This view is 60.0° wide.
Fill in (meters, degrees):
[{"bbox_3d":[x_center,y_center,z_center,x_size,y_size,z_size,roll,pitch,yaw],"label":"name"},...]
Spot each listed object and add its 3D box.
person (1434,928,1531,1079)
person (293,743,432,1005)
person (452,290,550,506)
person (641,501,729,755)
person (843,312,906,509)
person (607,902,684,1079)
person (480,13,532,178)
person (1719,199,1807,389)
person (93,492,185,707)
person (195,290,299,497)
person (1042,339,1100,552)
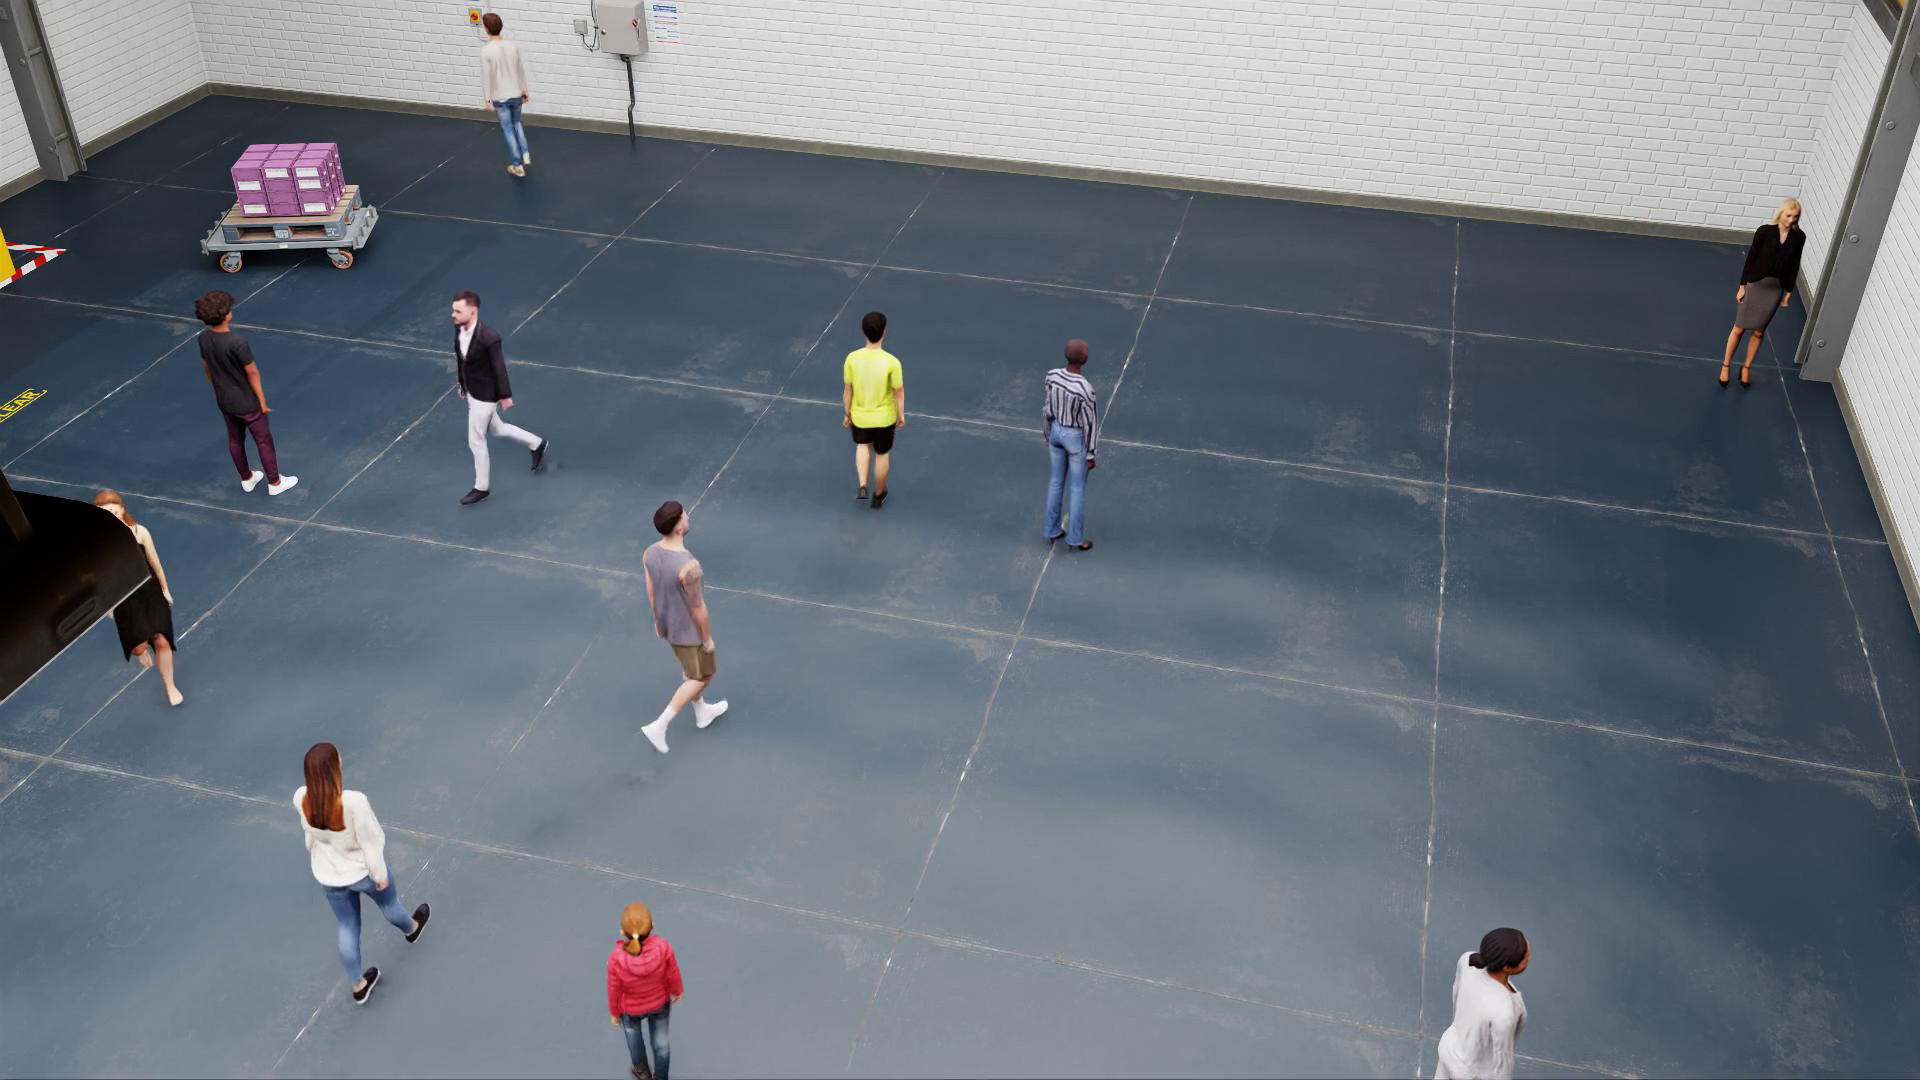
[{"bbox_3d":[2.458,2.505,7.977,0.772,1.736,0.627,-6,34,-9],"label":"person"},{"bbox_3d":[-3.343,1.842,9.040,0.683,1.664,0.953,6,34,9],"label":"person"},{"bbox_3d":[-3.786,-1.215,13.505,1.250,1.812,1.047,-27,42,-35],"label":"person"},{"bbox_3d":[-1.842,0.588,10.796,0.913,1.834,1.110,26,41,33],"label":"person"},{"bbox_3d":[-0.705,-0.959,13.263,0.661,1.654,0.673,6,34,9],"label":"person"},{"bbox_3d":[-1.603,2.417,8.498,0.646,1.308,0.691,-8,34,-12],"label":"person"},{"bbox_3d":[-5.223,-5.141,19.343,0.770,1.889,0.859,-24,40,-31],"label":"person"},{"bbox_3d":[7.229,-2.223,14.996,0.607,1.840,0.540,7,34,11],"label":"person"},{"bbox_3d":[-5.617,0.351,11.331,0.879,1.611,0.922,-20,39,-28],"label":"person"},{"bbox_3d":[-5.856,-1.188,13.490,0.617,1.784,0.545,9,35,14],"label":"person"},{"bbox_3d":[0.844,-0.723,12.782,0.715,1.794,0.707,27,42,34],"label":"person"}]
